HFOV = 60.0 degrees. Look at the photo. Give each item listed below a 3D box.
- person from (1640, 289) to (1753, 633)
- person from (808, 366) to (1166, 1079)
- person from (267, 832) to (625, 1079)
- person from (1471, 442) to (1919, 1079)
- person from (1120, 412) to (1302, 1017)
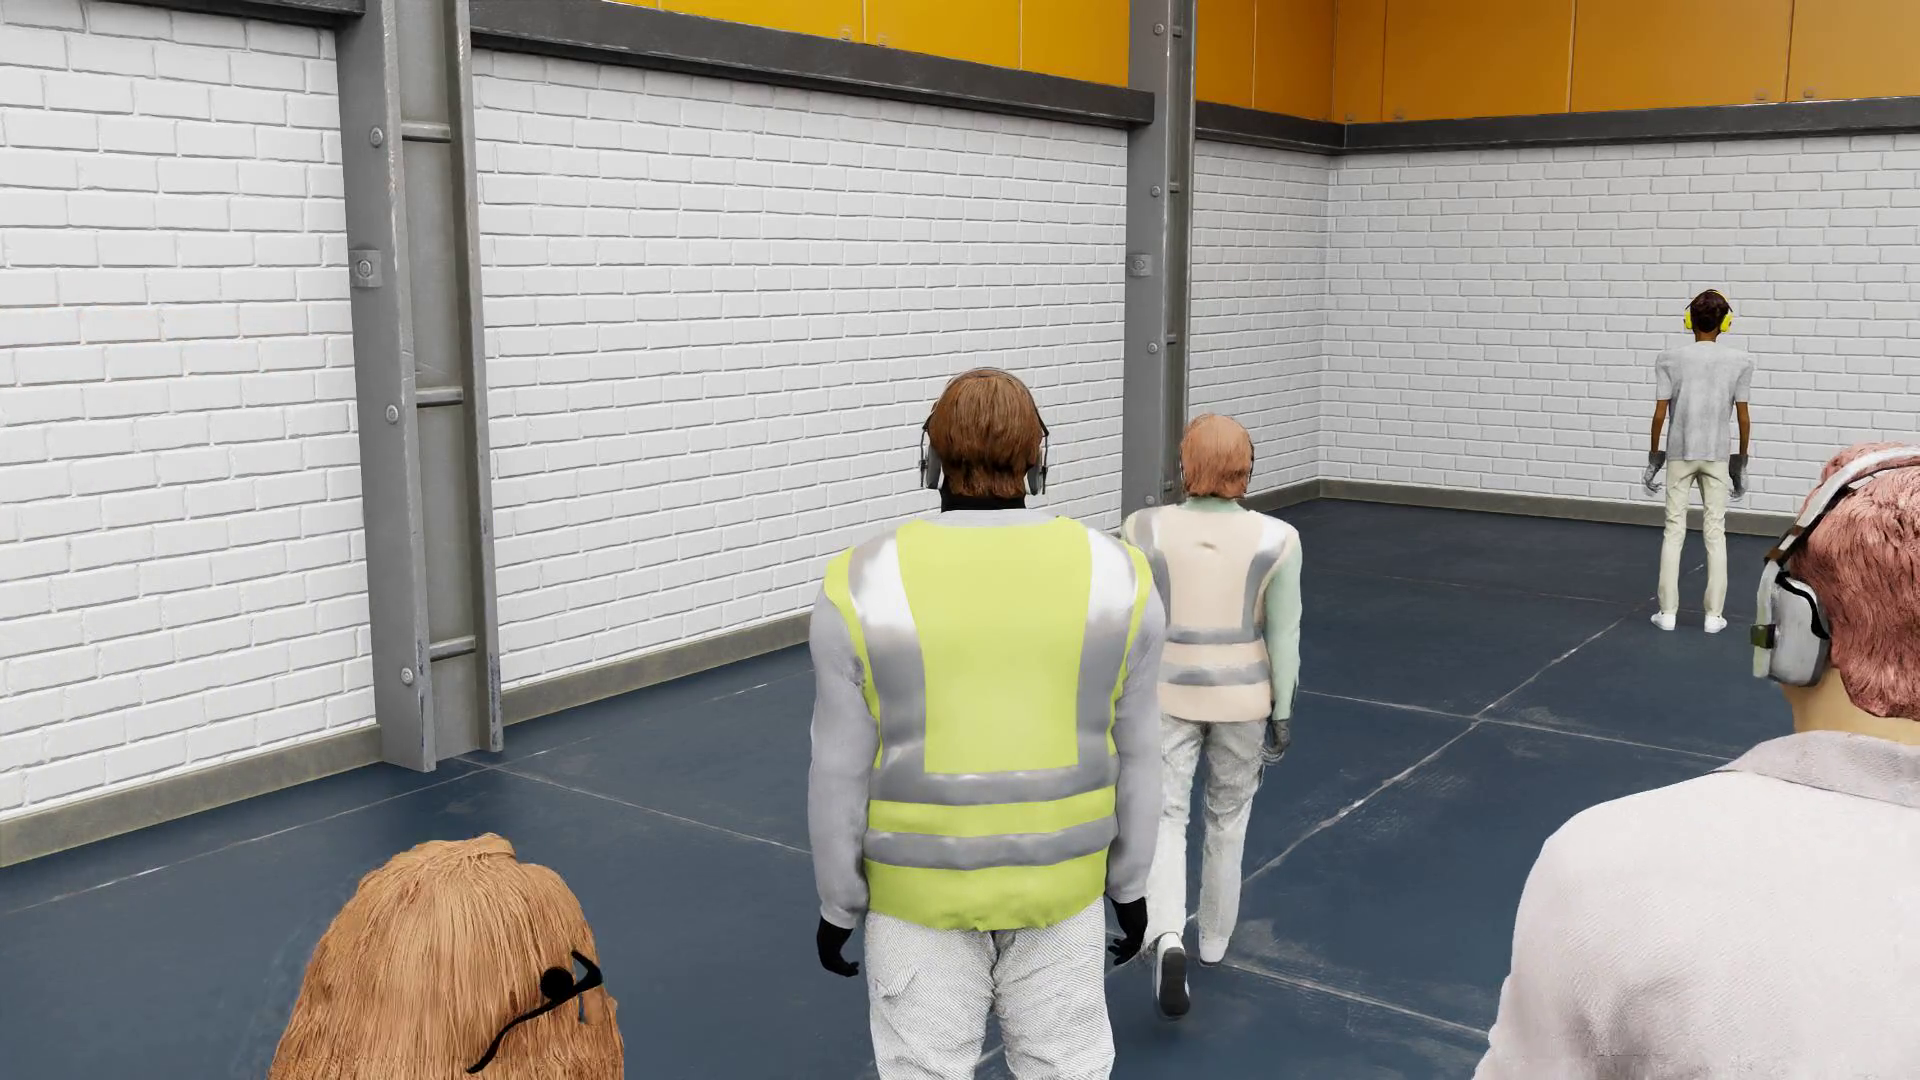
[{"bbox_3d":[4.015,-0.426,9.096,0.557,1.866,0.314,3,10,18],"label":"person"},{"bbox_3d":[0.044,0.615,2.968,0.633,1.842,0.429,-2,10,-10],"label":"person"},{"bbox_3d":[-0.407,1.020,1.262,0.497,1.603,0.762,8,12,40],"label":"person"},{"bbox_3d":[0.794,0.833,1.633,0.648,1.855,0.999,0,10,-2],"label":"person"},{"bbox_3d":[0.662,0.462,4.534,0.520,1.617,0.698,2,10,10],"label":"person"}]
